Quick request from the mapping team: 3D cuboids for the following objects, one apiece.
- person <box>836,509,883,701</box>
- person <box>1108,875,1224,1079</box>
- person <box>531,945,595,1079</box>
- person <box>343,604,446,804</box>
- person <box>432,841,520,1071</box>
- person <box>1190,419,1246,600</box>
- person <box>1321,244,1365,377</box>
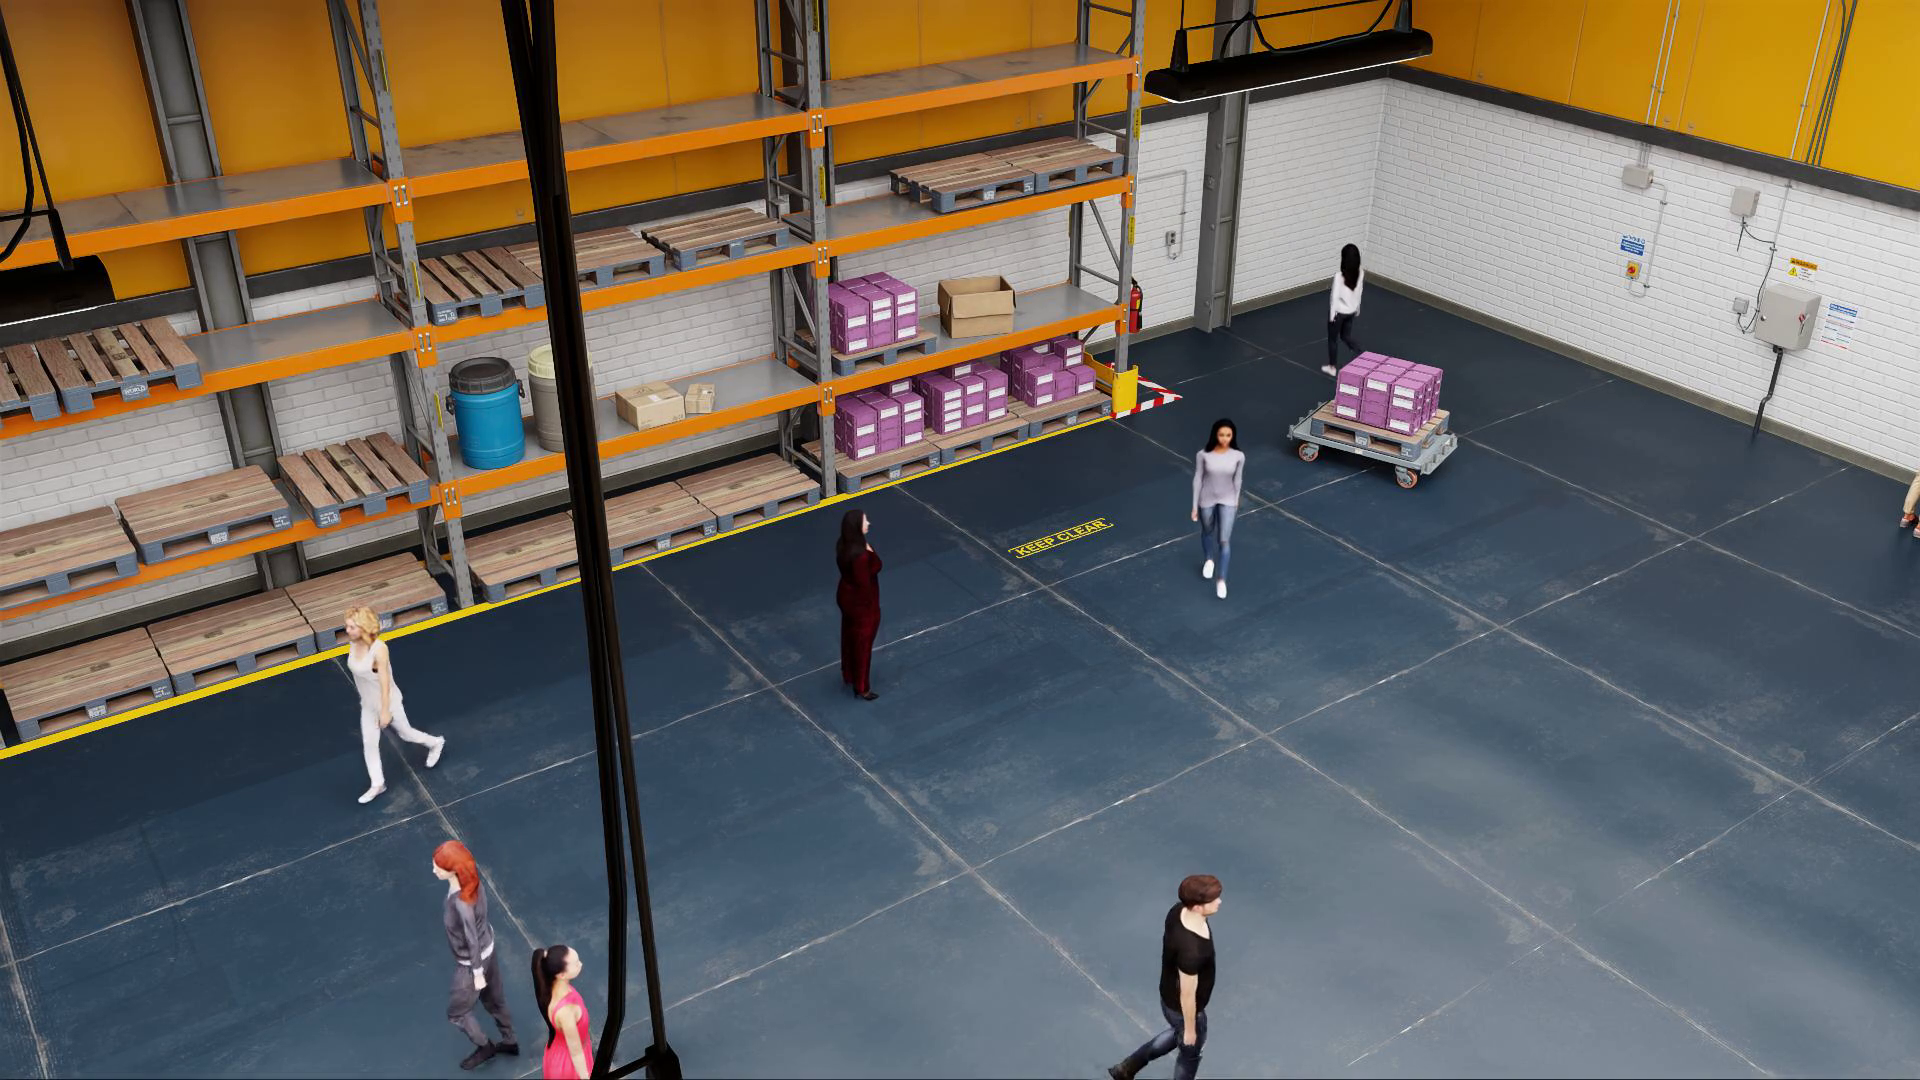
[{"bbox_3d":[-0.875,0.532,14.046,0.675,1.757,0.714,-11,30,-19],"label":"person"},{"bbox_3d":[1.250,2.727,9.888,1.067,1.884,0.968,1,29,1],"label":"person"},{"bbox_3d":[-2.238,3.002,9.550,0.605,1.725,0.645,-14,32,-24],"label":"person"},{"bbox_3d":[-4.419,1.208,12.931,0.881,1.638,1.131,15,32,26],"label":"person"},{"bbox_3d":[-2.920,2.570,10.304,0.719,1.761,0.714,-7,29,-12],"label":"person"},{"bbox_3d":[2.428,-0.390,15.788,0.987,1.706,1.055,6,29,10],"label":"person"},{"bbox_3d":[4.688,-2.728,20.094,0.797,1.687,0.692,-17,33,-28],"label":"person"}]
